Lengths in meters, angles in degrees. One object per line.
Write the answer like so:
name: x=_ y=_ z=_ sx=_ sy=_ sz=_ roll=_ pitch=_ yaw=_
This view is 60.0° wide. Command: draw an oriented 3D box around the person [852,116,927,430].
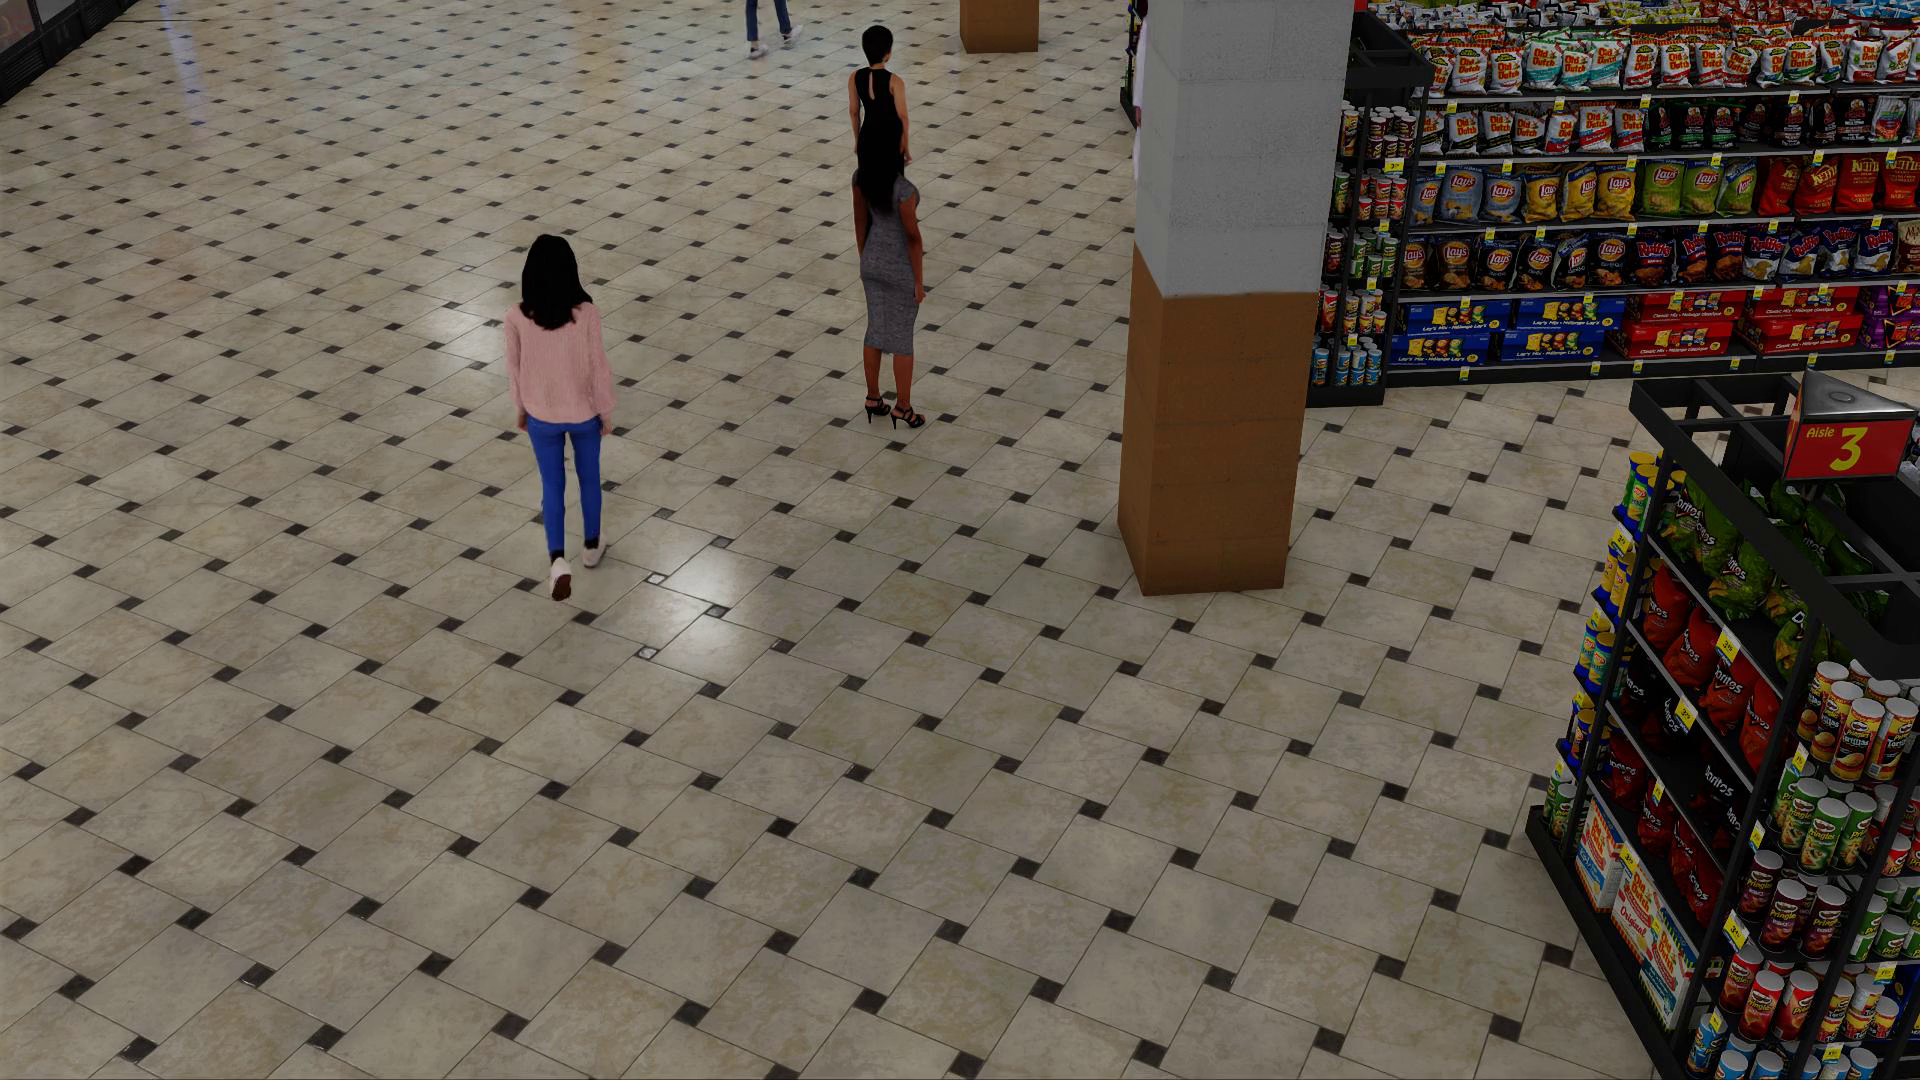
person: x=-0.390 y=-1.447 z=9.117 sx=0.665 sy=1.781 sz=0.728 roll=23 pitch=39 yaw=32

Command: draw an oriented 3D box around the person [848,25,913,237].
person: x=-0.542 y=-2.640 z=11.199 sx=0.598 sy=1.606 sz=0.714 roll=13 pitch=34 yaw=19

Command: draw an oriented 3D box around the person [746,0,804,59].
person: x=-1.919 y=-5.386 z=15.456 sx=1.022 sy=1.769 sz=0.970 roll=15 pitch=35 yaw=22

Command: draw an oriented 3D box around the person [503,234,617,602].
person: x=-1.842 y=-0.525 z=7.666 sx=0.919 sy=1.747 sz=0.712 roll=-1 pitch=32 yaw=-2
